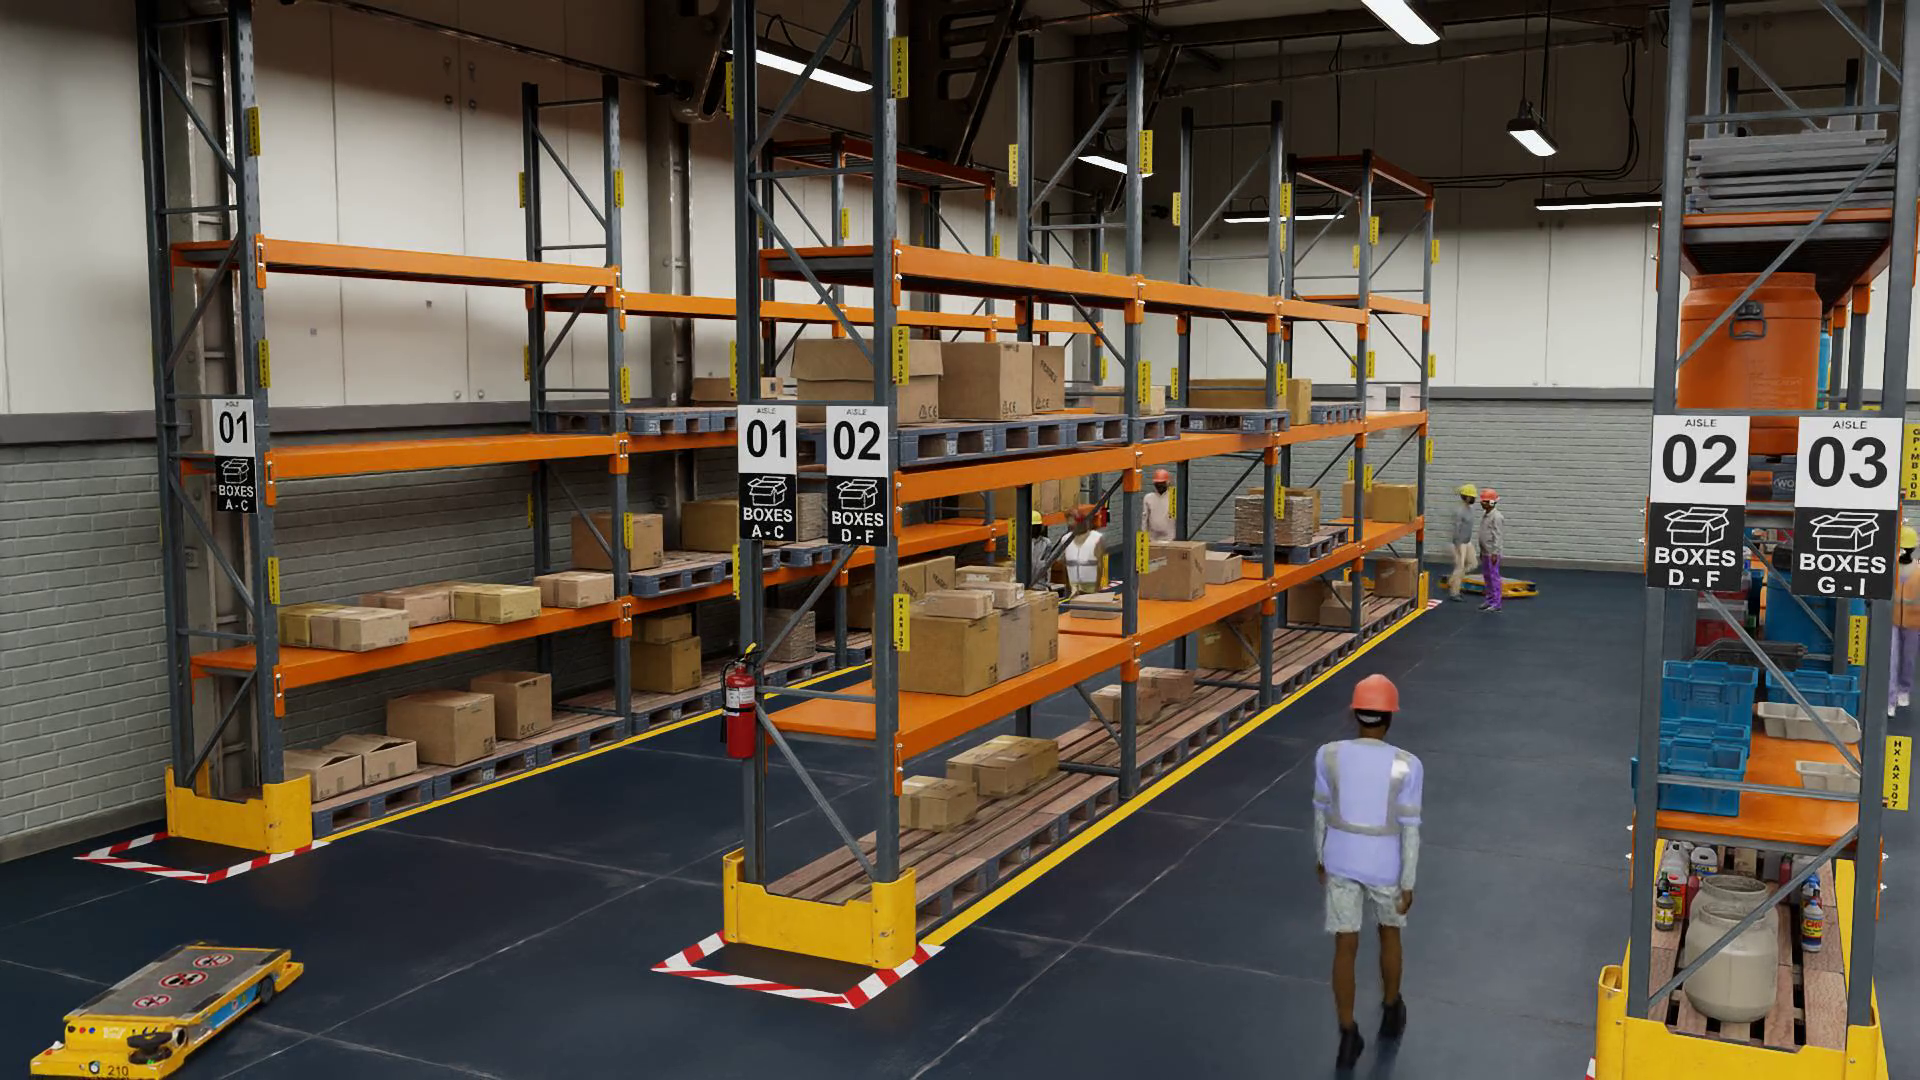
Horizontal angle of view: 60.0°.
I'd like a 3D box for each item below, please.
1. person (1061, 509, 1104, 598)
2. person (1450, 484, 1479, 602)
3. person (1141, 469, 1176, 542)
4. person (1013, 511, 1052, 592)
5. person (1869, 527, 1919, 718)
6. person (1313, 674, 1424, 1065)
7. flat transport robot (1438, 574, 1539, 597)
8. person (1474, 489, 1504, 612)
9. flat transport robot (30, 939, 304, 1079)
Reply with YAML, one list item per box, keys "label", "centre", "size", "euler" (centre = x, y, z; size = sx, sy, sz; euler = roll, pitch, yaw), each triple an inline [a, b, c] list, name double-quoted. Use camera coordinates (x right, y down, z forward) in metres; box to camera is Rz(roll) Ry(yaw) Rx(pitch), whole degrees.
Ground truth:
- label: "person"
  centre: [1.446, 0.529, 19.638]
  size: [0.565, 1.785, 0.868]
  euler: [2, 6, 20]
- label: "person"
  centre: [7.409, 0.048, 24.412]
  size: [0.399, 1.746, 0.569]
  euler: [5, 8, 41]
- label: "person"
  centre: [2.914, -0.040, 24.102]
  size: [0.622, 1.992, 0.395]
  euler: [3, 6, 24]
- label: "person"
  centre: [0.870, 0.523, 19.831]
  size: [0.484, 1.745, 0.297]
  euler: [-2, 6, -18]
- label: "person"
  centre: [9.419, 0.792, 16.625]
  size: [0.592, 1.876, 0.998]
  euler: [3, 7, 27]
- label: "person"
  centre: [2.070, 1.619, 8.424]
  size: [0.551, 1.900, 0.857]
  euler: [2, 6, 22]
- label: "flat transport robot"
  centre: [8.041, 0.685, 25.338]
  size: [0.652, 0.197, 1.431]
  euler: [-3, 7, -28]
- label: "person"
  centre: [7.470, 0.145, 23.511]
  size: [0.346, 1.746, 0.567]
  euler: [0, 6, -5]
- label: "flat transport robot"
  centre: [-4.063, 2.403, 8.633]
  size: [0.652, 0.197, 1.431]
  euler: [1, 6, 5]
